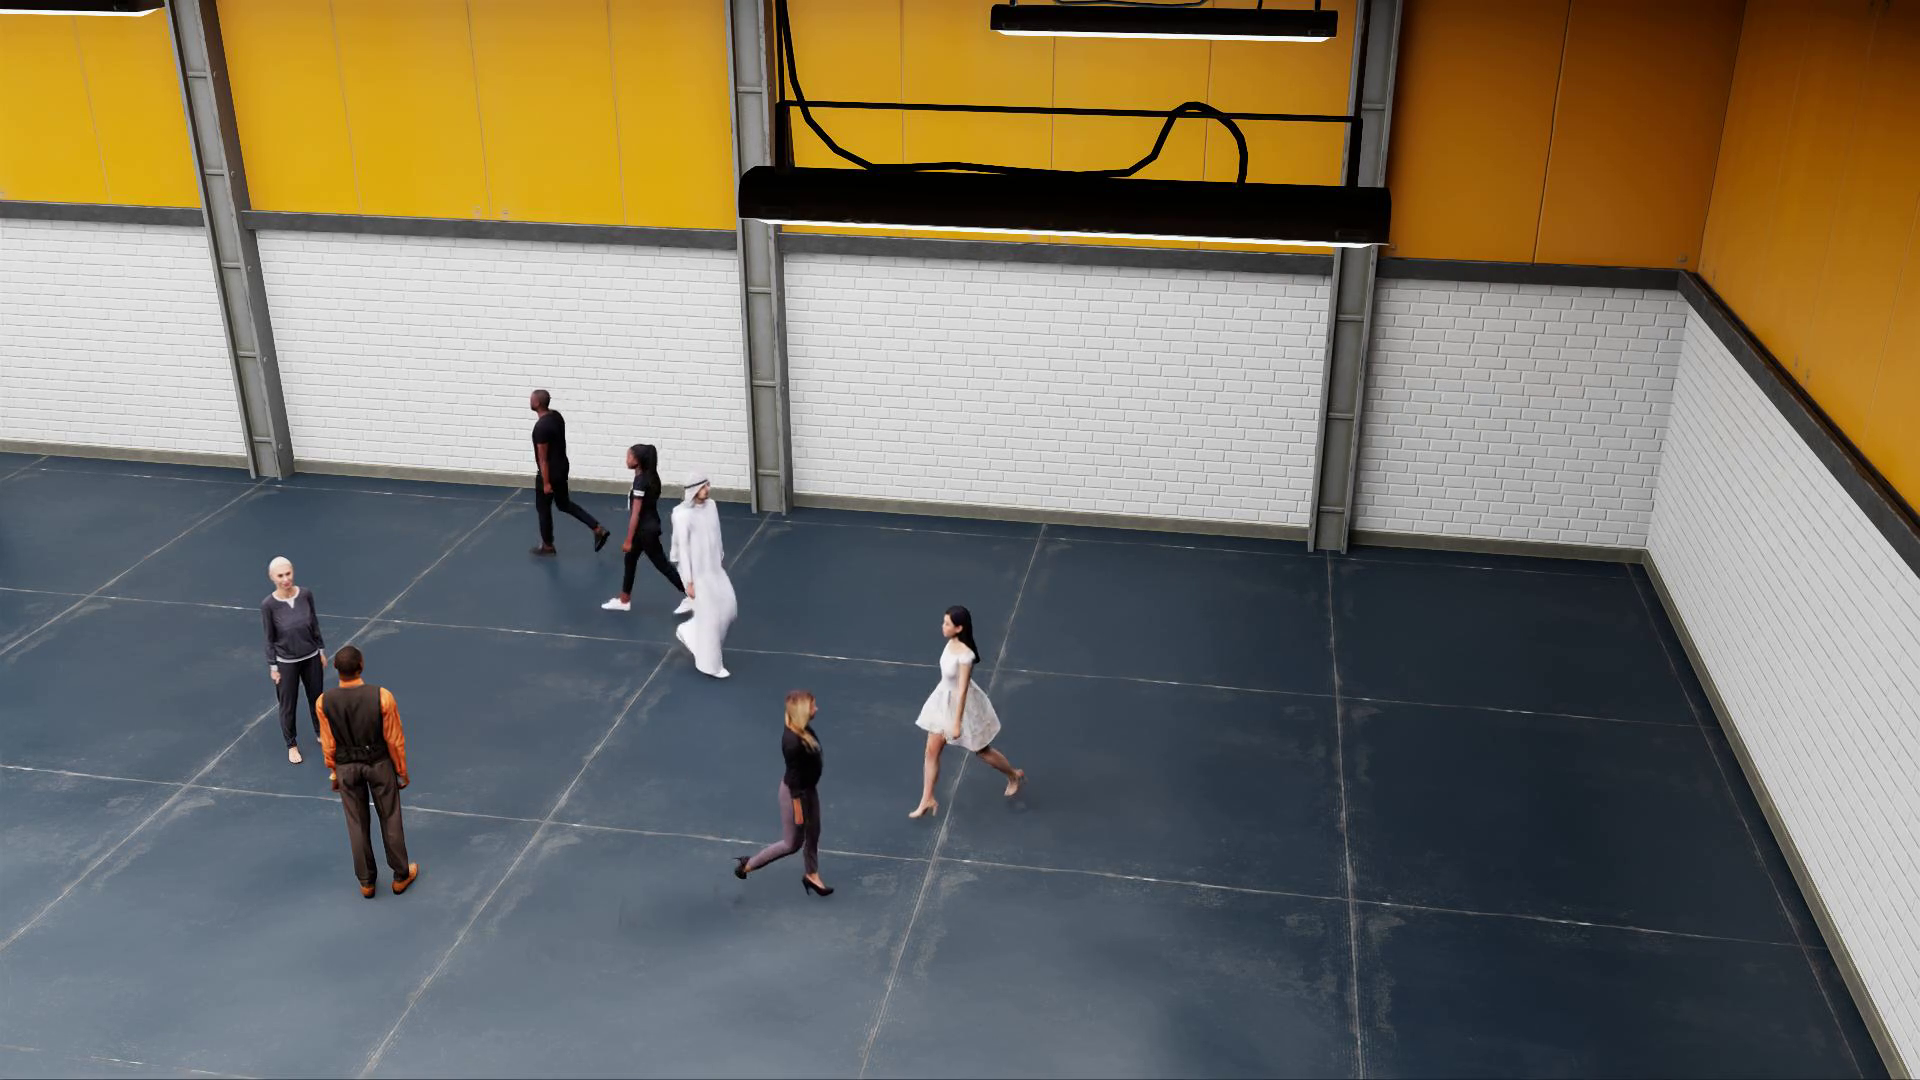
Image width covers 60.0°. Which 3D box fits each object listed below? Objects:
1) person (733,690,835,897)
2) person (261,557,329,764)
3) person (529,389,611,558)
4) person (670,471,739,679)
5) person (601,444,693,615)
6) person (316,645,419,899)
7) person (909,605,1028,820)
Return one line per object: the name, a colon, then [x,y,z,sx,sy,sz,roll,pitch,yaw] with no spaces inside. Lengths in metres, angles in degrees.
person: [-1.201,1.788,11.423,0.964,1.645,0.726,0,24,-1]
person: [-5.308,0.922,13.301,0.691,1.726,0.716,-21,31,-39]
person: [-4.018,-0.641,16.792,1.085,1.795,0.668,4,24,10]
person: [-2.314,0.277,14.548,0.964,1.909,0.850,12,26,26]
person: [-2.850,-0.053,15.581,1.255,1.687,0.873,-3,24,-7]
person: [-4.115,1.600,11.524,0.682,1.908,0.838,-4,24,-10]
person: [0.090,1.309,12.412,1.252,1.731,0.983,-8,25,-17]
